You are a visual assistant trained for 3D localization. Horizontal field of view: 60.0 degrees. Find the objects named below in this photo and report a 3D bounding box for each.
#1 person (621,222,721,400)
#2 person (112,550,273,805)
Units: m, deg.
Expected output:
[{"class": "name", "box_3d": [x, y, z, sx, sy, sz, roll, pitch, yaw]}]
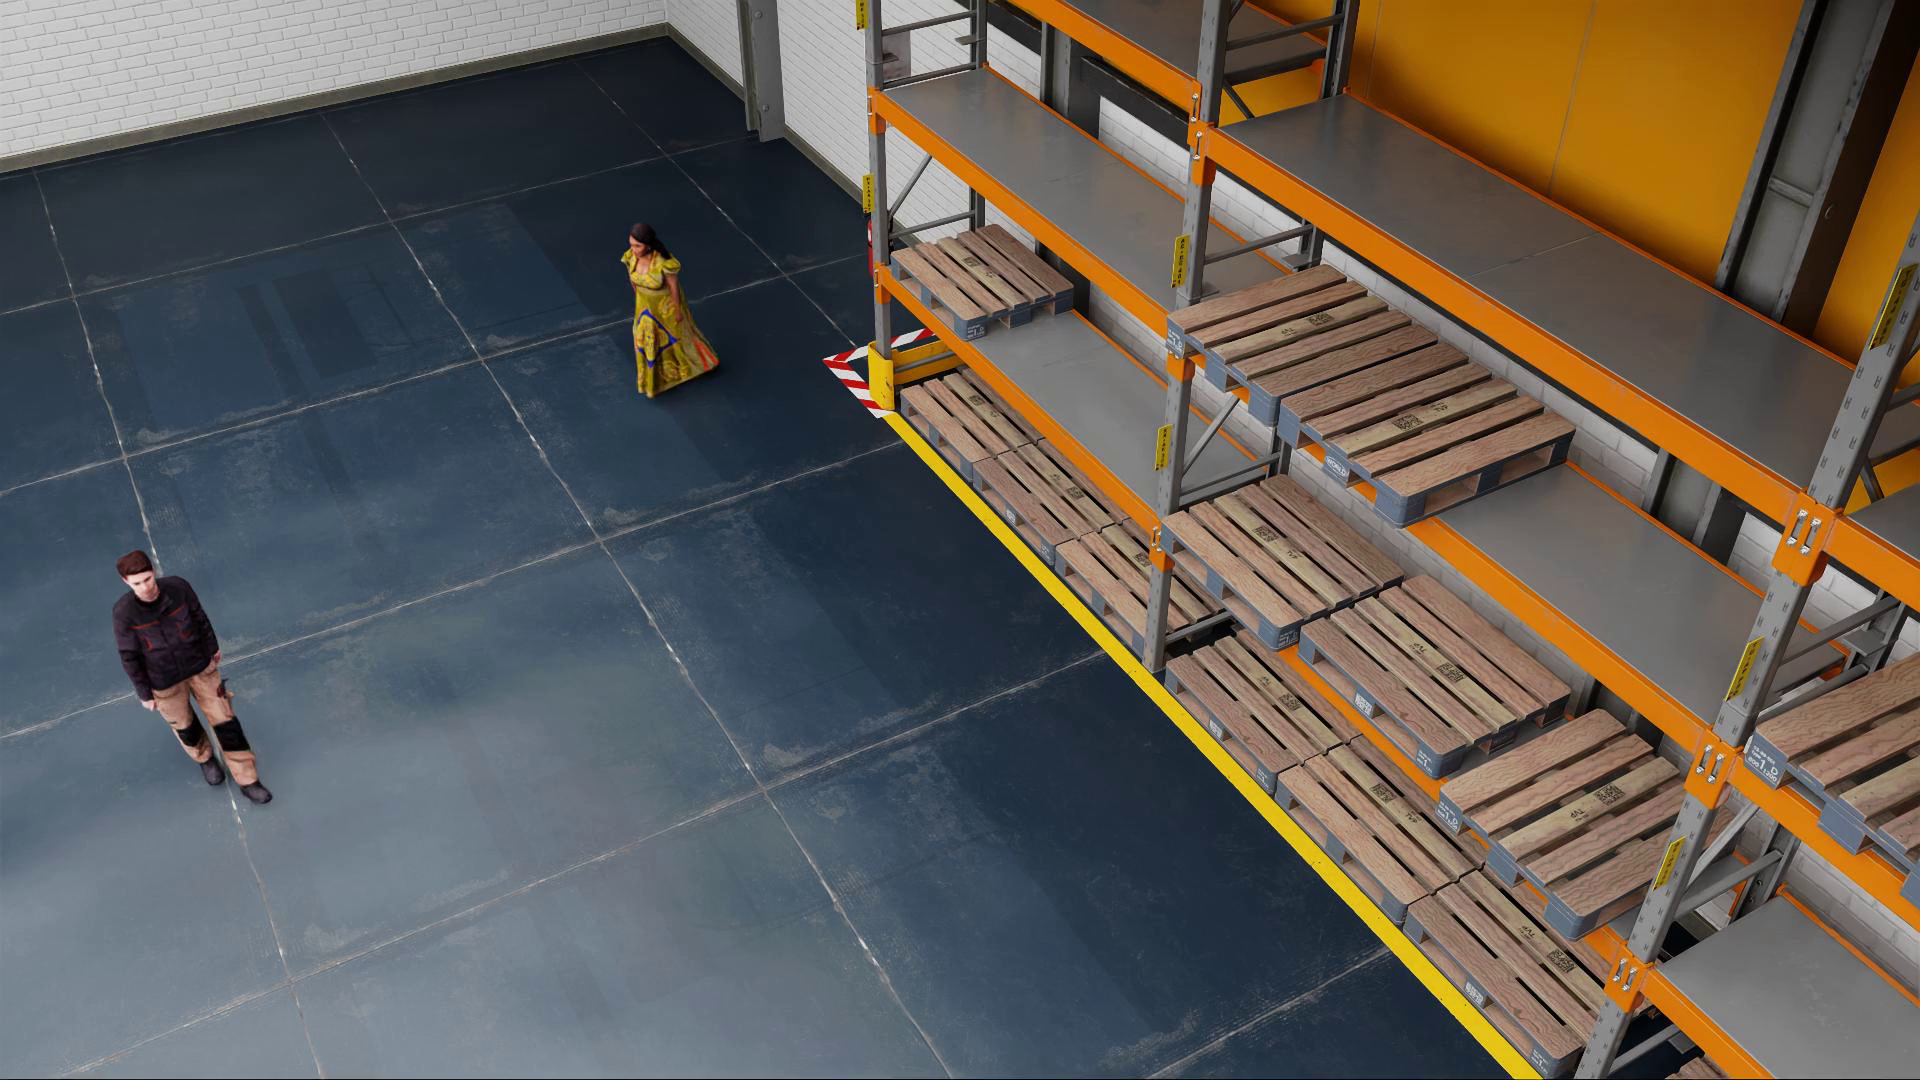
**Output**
[{"class": "person", "box_3d": [-2.495, -1.988, 14.028, 1.194, 1.611, 1.239, 10, 40, 12]}, {"class": "person", "box_3d": [-4.866, 0.790, 10.320, 0.830, 1.898, 1.058, -29, 47, -31]}]
